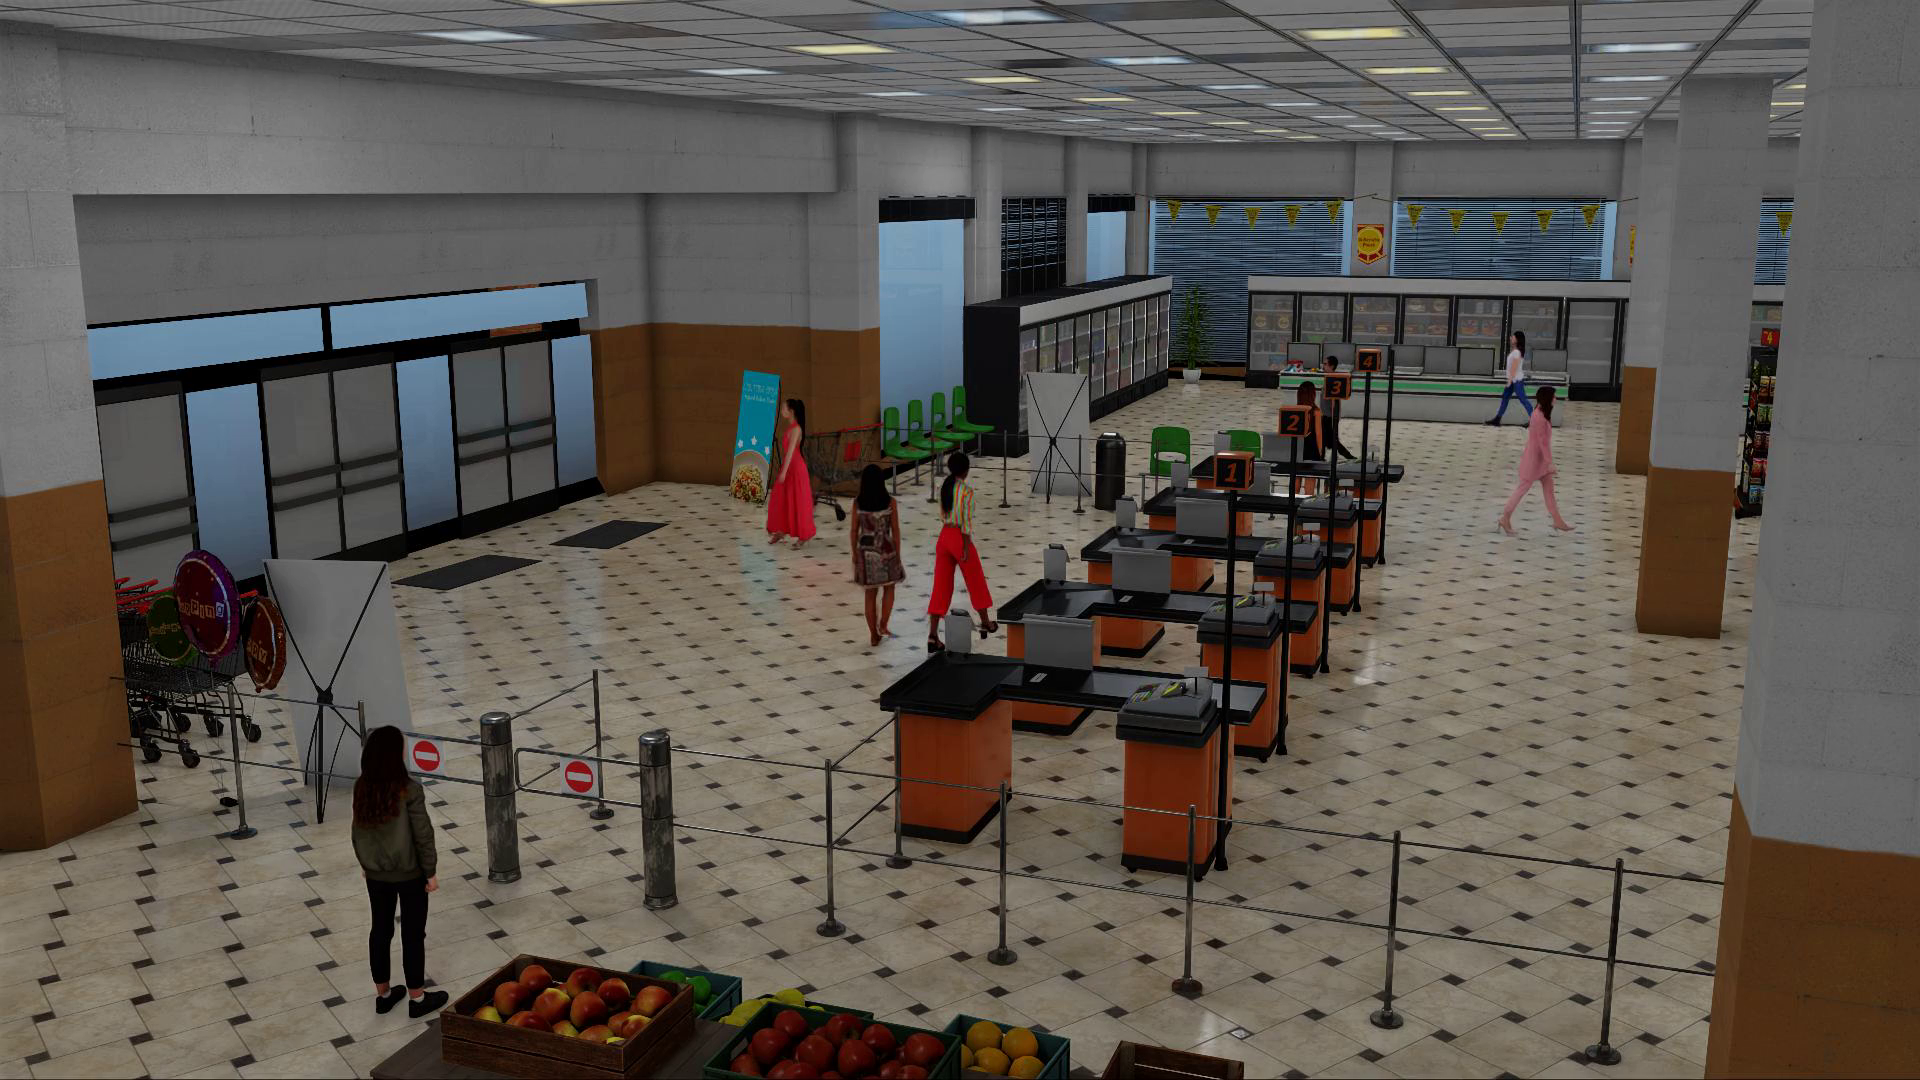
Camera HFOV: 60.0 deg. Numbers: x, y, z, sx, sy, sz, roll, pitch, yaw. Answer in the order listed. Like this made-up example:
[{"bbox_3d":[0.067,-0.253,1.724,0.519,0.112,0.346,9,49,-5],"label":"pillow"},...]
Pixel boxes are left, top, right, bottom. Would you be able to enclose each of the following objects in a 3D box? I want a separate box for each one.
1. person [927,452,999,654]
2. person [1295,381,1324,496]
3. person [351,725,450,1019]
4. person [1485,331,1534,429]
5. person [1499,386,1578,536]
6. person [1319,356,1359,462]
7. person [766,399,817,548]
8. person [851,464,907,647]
[{"bbox_3d":[-0.101,0.152,14.613,1.112,1.734,0.838,8,14,34],"label":"person"},{"bbox_3d":[4.070,-0.963,19.665,0.507,1.835,0.667,7,14,28],"label":"person"},{"bbox_3d":[-2.793,1.655,8.230,0.443,1.424,0.654,4,12,16],"label":"person"},{"bbox_3d":[9.519,-2.657,28.184,1.094,1.639,0.617,5,13,22],"label":"person"},{"bbox_3d":[6.654,-0.895,19.546,1.136,1.751,0.728,6,13,28],"label":"person"},{"bbox_3d":[5.308,-1.731,23.570,1.096,1.730,0.770,1,12,6],"label":"person"},{"bbox_3d":[-1.811,-0.747,18.935,0.925,1.713,0.837,-3,12,-14],"label":"person"},{"bbox_3d":[-0.763,0.152,14.853,0.710,1.636,0.792,1,12,5],"label":"person"}]
